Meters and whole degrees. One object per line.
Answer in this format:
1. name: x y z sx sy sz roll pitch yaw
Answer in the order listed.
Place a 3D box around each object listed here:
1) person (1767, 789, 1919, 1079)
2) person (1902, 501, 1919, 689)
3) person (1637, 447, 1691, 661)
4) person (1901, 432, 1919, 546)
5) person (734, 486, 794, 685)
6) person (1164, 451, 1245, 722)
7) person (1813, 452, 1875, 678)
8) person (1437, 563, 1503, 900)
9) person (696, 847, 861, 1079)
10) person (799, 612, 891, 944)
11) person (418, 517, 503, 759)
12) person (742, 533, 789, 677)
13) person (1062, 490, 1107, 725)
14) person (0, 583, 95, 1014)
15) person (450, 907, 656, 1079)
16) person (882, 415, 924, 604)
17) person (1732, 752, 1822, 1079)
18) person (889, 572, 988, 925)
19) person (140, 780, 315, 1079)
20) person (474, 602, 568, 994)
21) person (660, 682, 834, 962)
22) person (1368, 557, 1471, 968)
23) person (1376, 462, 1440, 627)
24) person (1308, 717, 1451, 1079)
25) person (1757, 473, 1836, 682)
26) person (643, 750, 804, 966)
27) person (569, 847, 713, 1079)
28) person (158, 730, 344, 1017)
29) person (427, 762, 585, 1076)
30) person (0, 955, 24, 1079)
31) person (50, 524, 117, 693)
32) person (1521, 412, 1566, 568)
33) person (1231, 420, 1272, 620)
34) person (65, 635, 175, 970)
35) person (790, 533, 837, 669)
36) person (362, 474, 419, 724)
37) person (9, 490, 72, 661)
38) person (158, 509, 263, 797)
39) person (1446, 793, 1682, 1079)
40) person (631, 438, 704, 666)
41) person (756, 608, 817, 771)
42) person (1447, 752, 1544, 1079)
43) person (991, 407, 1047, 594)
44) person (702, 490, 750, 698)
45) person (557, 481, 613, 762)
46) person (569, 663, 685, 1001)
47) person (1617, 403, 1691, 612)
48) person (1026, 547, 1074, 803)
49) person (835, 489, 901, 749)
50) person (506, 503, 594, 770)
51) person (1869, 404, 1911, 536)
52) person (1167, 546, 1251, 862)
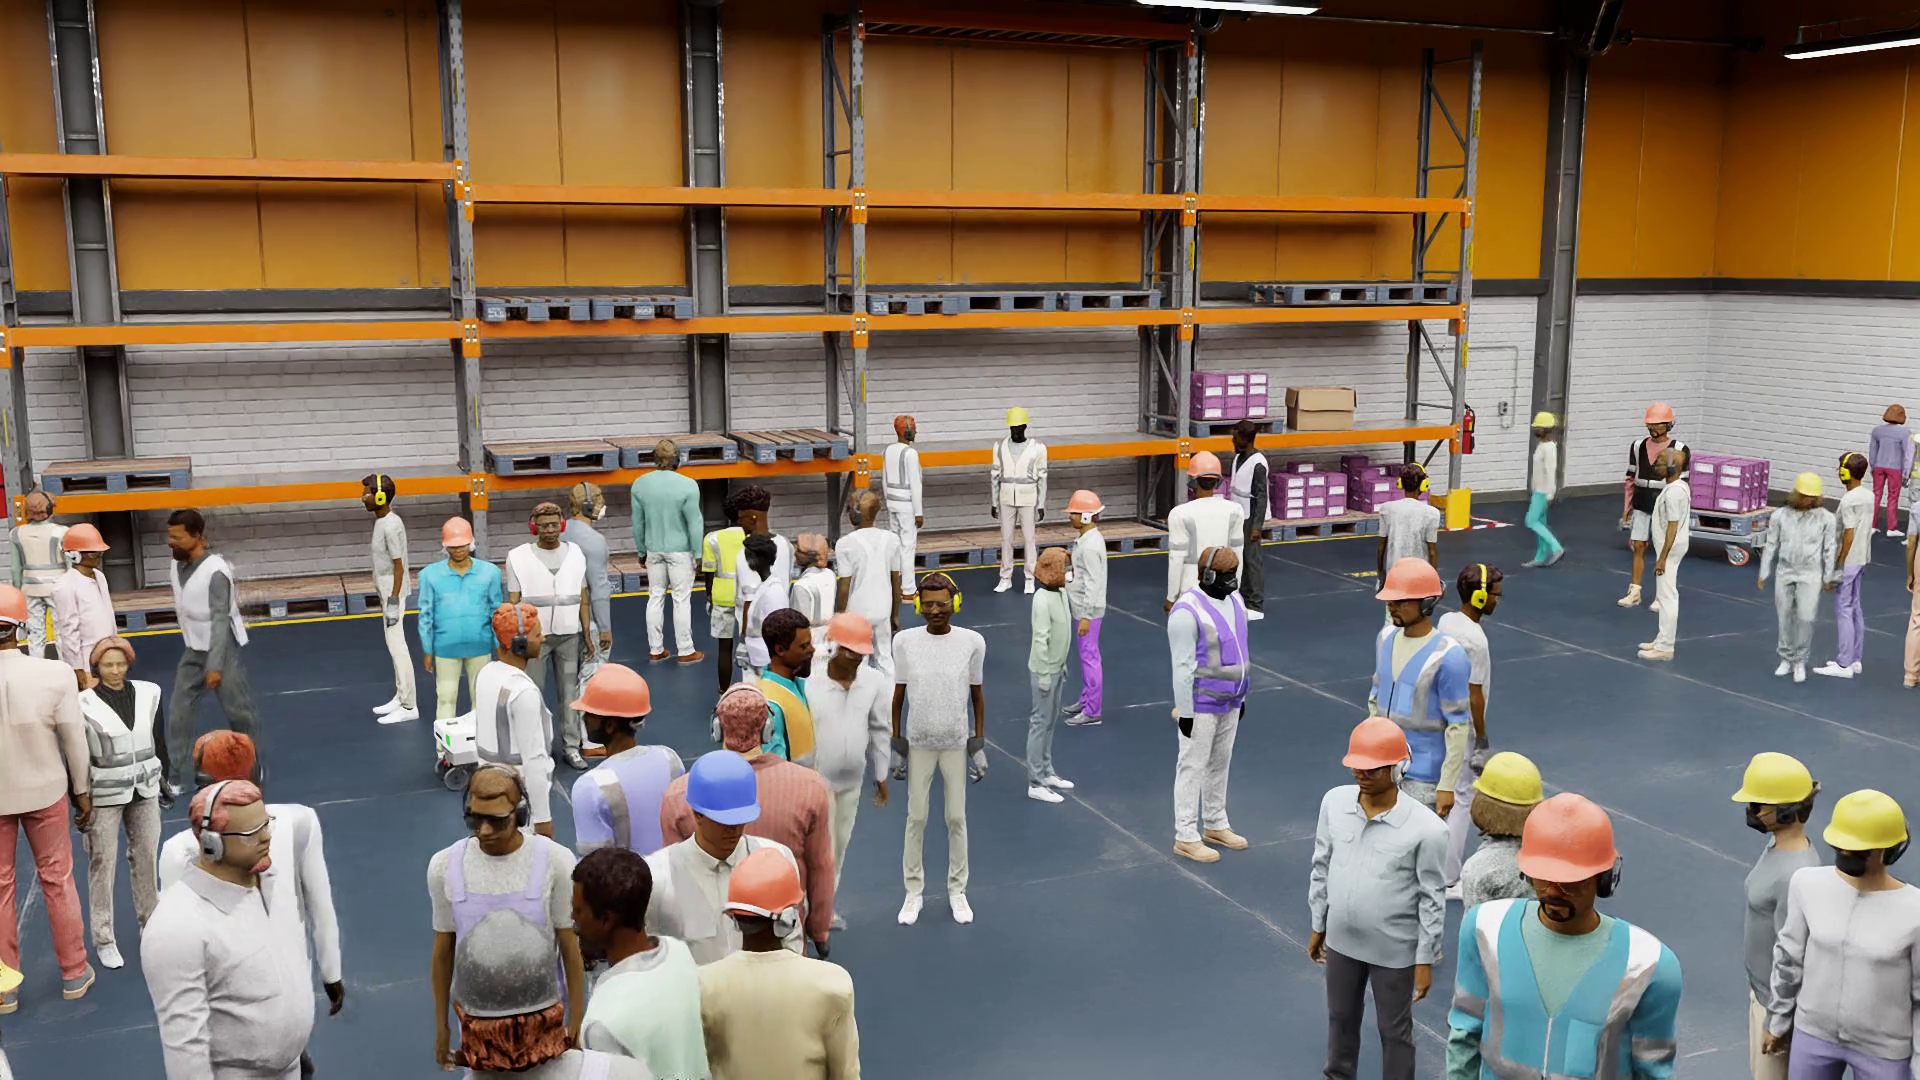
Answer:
1. person: 2.971 1.676 5.552 0.326 1.765 0.530 -9 14 -43
2. person: 7.789 0.304 13.223 0.344 1.846 0.506 -8 13 -39
3. person: 6.071 0.117 14.304 0.345 1.846 0.508 5 11 26
4. person: 11.466 -0.722 19.731 0.512 1.640 0.309 2 10 9
5. person: -1.329 0.609 11.128 0.373 1.960 0.612 4 11 21
6. person: 1.797 0.360 12.328 0.605 2.045 0.379 -3 10 -17
7. person: 7.330 0.205 13.738 0.535 1.865 0.312 -9 13 -42
8. person: 2.724 1.035 9.001 0.332 1.857 0.528 -1 10 -7
9. person: -0.577 1.777 5.007 0.564 1.750 0.325 -1 10 -6
10. person: -0.640 1.193 8.462 0.578 1.721 0.545 -6 12 -33
11. person: -3.332 0.705 11.174 0.563 1.751 0.342 -4 11 -21
12. person: -1.263 0.782 10.943 0.321 1.689 0.539 -4 11 -24
13. person: 0.924 0.496 12.379 0.329 1.751 0.569 0 10 1
14. person: -4.376 1.185 7.717 0.623 1.992 0.397 -6 11 -29
15. person: -1.028 1.830 3.870 0.688 2.000 0.535 -7 12 -36
16. person: -0.554 -0.309 16.647 0.355 1.883 0.573 -7 12 -35
17. person: 2.888 1.616 5.935 0.342 1.754 0.533 4 11 20
18. person: -0.114 1.081 8.677 0.518 1.872 0.326 0 10 -2
19. person: -2.207 1.670 5.175 0.405 1.911 0.636 1 10 5
20. person: -2.080 1.222 7.826 0.342 1.882 0.579 -7 12 -37
21. person: -0.803 1.476 6.297 0.651 1.906 0.403 -2 10 -14
22. person: 2.179 1.091 8.119 0.381 2.041 0.616 -5 11 -25
23. person: 3.525 0.319 13.115 0.510 1.859 0.326 7 12 35
24. person: 1.581 1.531 6.417 0.560 1.752 0.326 9 13 42
25. person: 6.818 0.301 13.593 0.518 1.713 0.606 8 13 39
26. person: -0.784 1.613 5.425 0.604 1.939 0.415 -5 11 -26
27. person: -0.875 1.772 4.616 0.457 1.901 0.612 2 10 10
28. person: -2.565 1.574 5.984 1.007 1.825 0.581 8 13 38
29. person: -1.529 1.628 5.637 0.511 1.836 0.357 0 10 -2
30. person: -2.591 1.865 4.321 0.407 1.825 0.591 -2 10 -10
31. person: -5.668 0.758 10.868 0.324 1.752 0.562 -1 10 -5
32. person: 6.429 -0.540 18.352 0.410 1.755 0.531 2 10 14
33. person: 2.758 -0.191 15.876 0.386 1.914 0.590 -2 10 -12
34. person: -4.149 1.275 8.233 0.306 1.637 0.523 6 12 32
35. person: -0.981 0.759 11.182 0.307 1.644 0.521 3 10 19
36. person: -4.259 0.433 12.414 0.310 1.868 0.532 -4 11 -23
37. person: -7.179 0.429 13.091 0.513 1.642 0.313 0 10 -1
38. person: -4.919 0.737 10.632 0.614 1.875 0.920 7 12 34
39. person: 1.651 1.692 4.657 0.606 2.044 0.373 6 11 30
40. person: -2.460 0.107 14.094 0.635 1.937 0.359 3 10 17
41. person: -0.807 1.248 7.576 0.392 1.919 0.592 0 10 -2
42. person: 1.950 1.609 5.999 0.485 1.745 0.290 -6 12 -32
43. person: 0.594 -0.404 17.065 0.593 1.926 0.366 3 10 17
44. person: -1.690 0.468 12.704 0.540 1.695 0.317 0 10 -2
45. person: -2.593 0.555 11.507 0.355 1.937 0.635 -8 13 -39
46. person: -1.306 1.428 6.473 0.349 1.942 0.545 5 11 29
47. person: 6.774 -0.320 16.252 0.370 2.044 0.608 -9 13 -43
48. person: 0.590 0.848 10.699 0.285 1.634 0.499 3 10 19
49. person: -0.654 0.556 11.772 0.515 1.844 0.327 -6 12 -31
50. person: -2.755 0.654 11.202 0.563 1.847 0.390 -6 11 -29
51. person: 11.485 -0.864 20.560 0.285 1.633 0.501 -5 11 -29
52. person: 1.456 0.935 9.630 0.430 1.836 0.626 9 13 42
